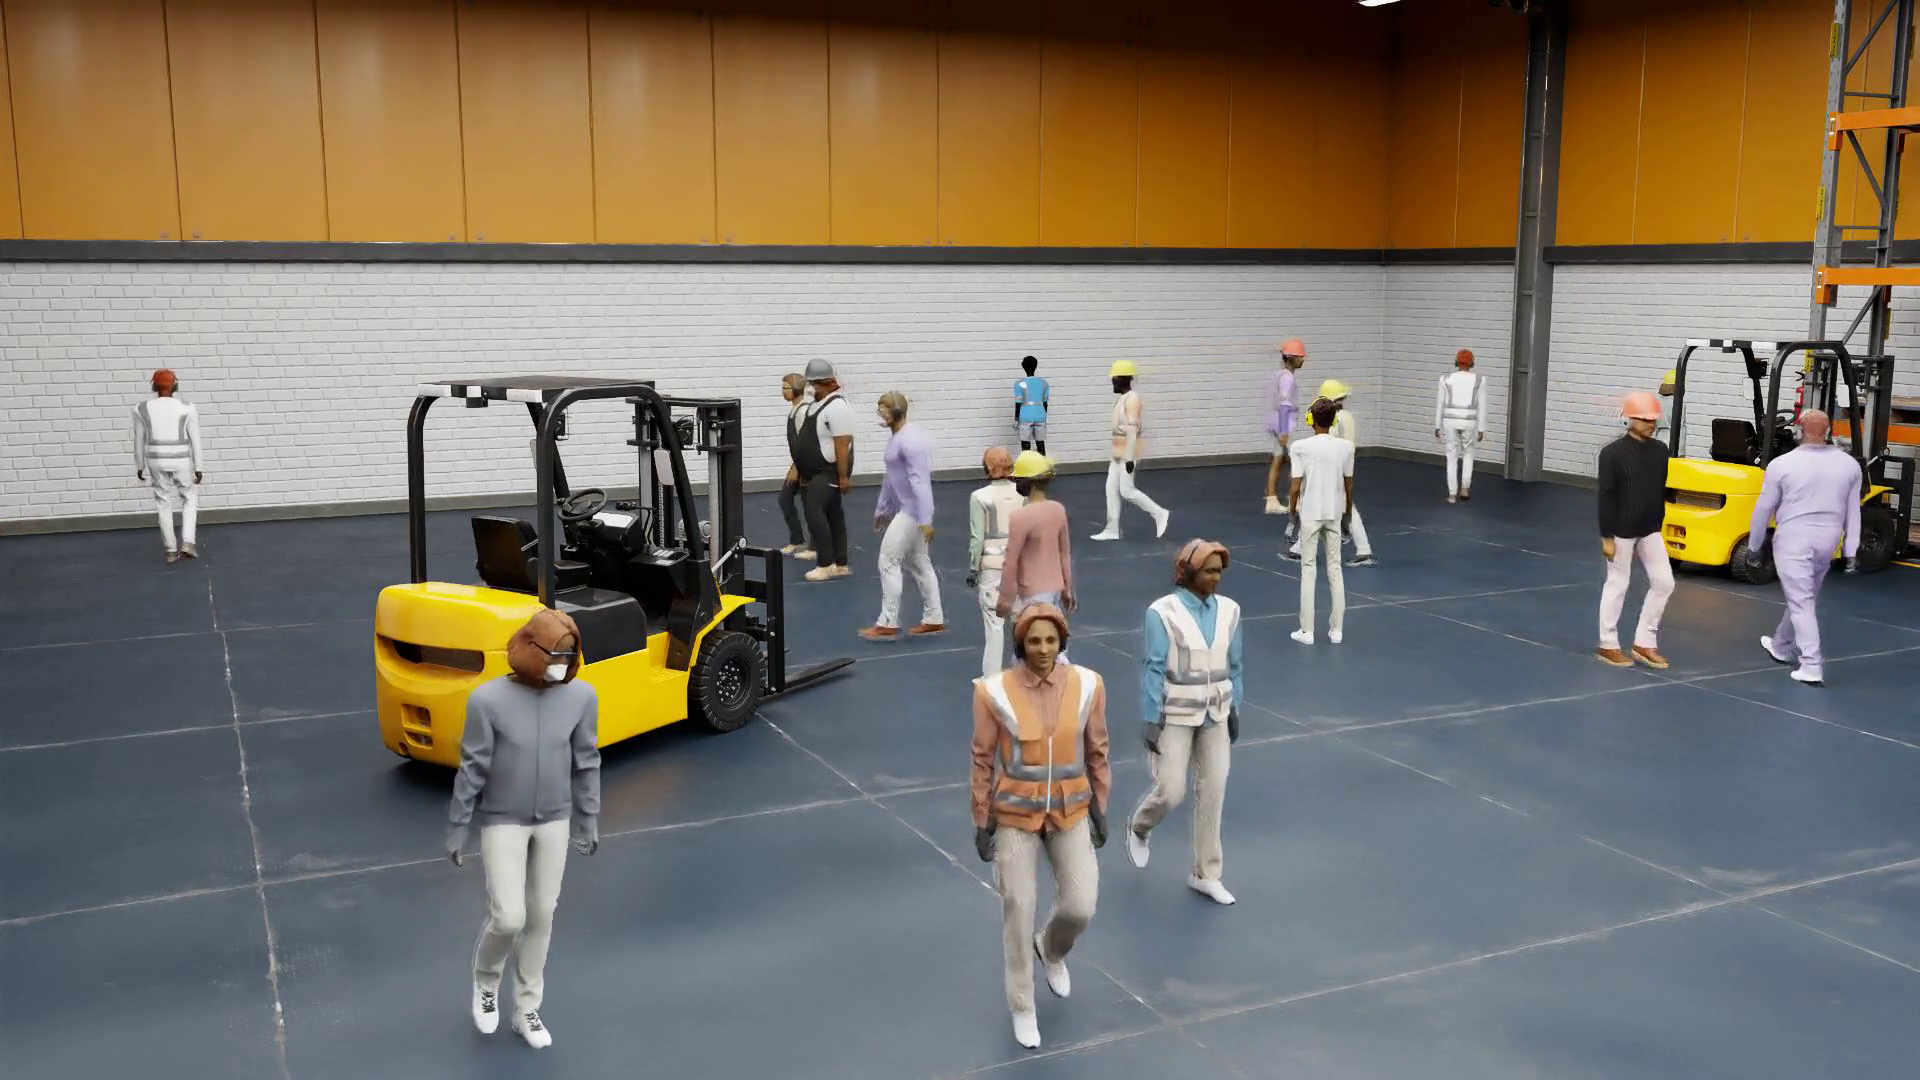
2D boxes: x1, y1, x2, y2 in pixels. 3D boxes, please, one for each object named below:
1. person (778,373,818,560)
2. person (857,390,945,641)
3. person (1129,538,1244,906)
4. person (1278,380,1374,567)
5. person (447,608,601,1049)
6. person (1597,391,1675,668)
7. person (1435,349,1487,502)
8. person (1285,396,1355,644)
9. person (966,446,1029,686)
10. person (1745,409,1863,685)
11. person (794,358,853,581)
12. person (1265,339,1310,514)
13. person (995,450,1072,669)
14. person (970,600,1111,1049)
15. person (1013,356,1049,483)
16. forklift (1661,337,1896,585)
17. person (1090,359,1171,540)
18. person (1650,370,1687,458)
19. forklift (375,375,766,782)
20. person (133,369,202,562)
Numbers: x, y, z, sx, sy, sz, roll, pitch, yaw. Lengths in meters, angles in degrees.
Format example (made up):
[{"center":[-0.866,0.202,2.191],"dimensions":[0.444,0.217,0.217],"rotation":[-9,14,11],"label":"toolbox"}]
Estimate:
[{"center":[-1.582,-0.702,16.100],"dimensions":[0.577,1.824,0.518],"rotation":[-3,10,-17],"label":"person"},{"center":[-0.483,-0.172,12.576],"dimensions":[0.842,1.902,0.694],"rotation":[-2,9,-11],"label":"person"},{"center":[1.018,0.790,7.450],"dimensions":[0.535,1.622,0.538],"rotation":[-5,10,-26],"label":"person"},{"center":[3.547,-0.632,15.814],"dimensions":[0.948,1.783,0.612],"rotation":[7,11,37],"label":"person"},{"center":[-1.550,1.033,5.969],"dimensions":[0.561,1.612,0.341],"rotation":[-7,11,-37],"label":"person"},{"center":[4.766,-0.056,11.646],"dimensions":[0.647,1.964,0.649],"rotation":[-3,10,-20],"label":"person"},{"center":[6.093,-1.391,20.286],"dimensions":[0.579,1.865,0.570],"rotation":[2,9,13],"label":"person"},{"center":[2.704,-0.146,12.522],"dimensions":[0.514,1.871,0.327],"rotation":[-1,9,-4],"label":"person"},{"center":[0.276,0.185,11.182],"dimensions":[0.512,1.638,0.312],"rotation":[-6,11,-33],"label":"person"},{"center":[5.810,0.020,11.527],"dimensions":[0.671,1.850,0.983],"rotation":[0,9,-3],"label":"person"},{"center":[-1.279,-0.653,15.134],"dimensions":[0.623,2.000,0.692],"rotation":[-3,10,-16],"label":"person"},{"center":[3.862,-1.287,19.118],"dimensions":[0.720,2.020,0.647],"rotation":[1,9,5],"label":"person"},{"center":[0.484,0.311,10.158],"dimensions":[0.914,1.720,0.529],"rotation":[6,11,33],"label":"person"},{"center":[0.283,1.013,6.073],"dimensions":[0.531,1.630,0.408],"rotation":[-2,9,-12],"label":"person"},{"center":[0.937,-1.581,21.948],"dimensions":[0.536,1.699,0.322],"rotation":[-5,10,-28],"label":"person"},{"center":[7.551,-0.789,15.507],"dimensions":[2.313,2.155,1.214],"rotation":[-4,10,-25],"label":"forklift"},{"center":[1.775,-0.924,17.241],"dimensions":[0.759,1.901,0.594],"rotation":[-1,9,-8],"label":"person"},{"center":[7.688,-0.971,18.029],"dimensions":[0.294,1.744,0.484],"rotation":[-3,10,-19],"label":"person"},{"center":[-2.268,0.149,9.685],"dimensions":[1.214,2.155,2.313],"rotation":[6,11,32],"label":"forklift"},{"center":[-7.616,-0.713,16.016],"dimensions":[0.603,1.876,0.415],"rotation":[-3,10,-19],"label":"person"}]
